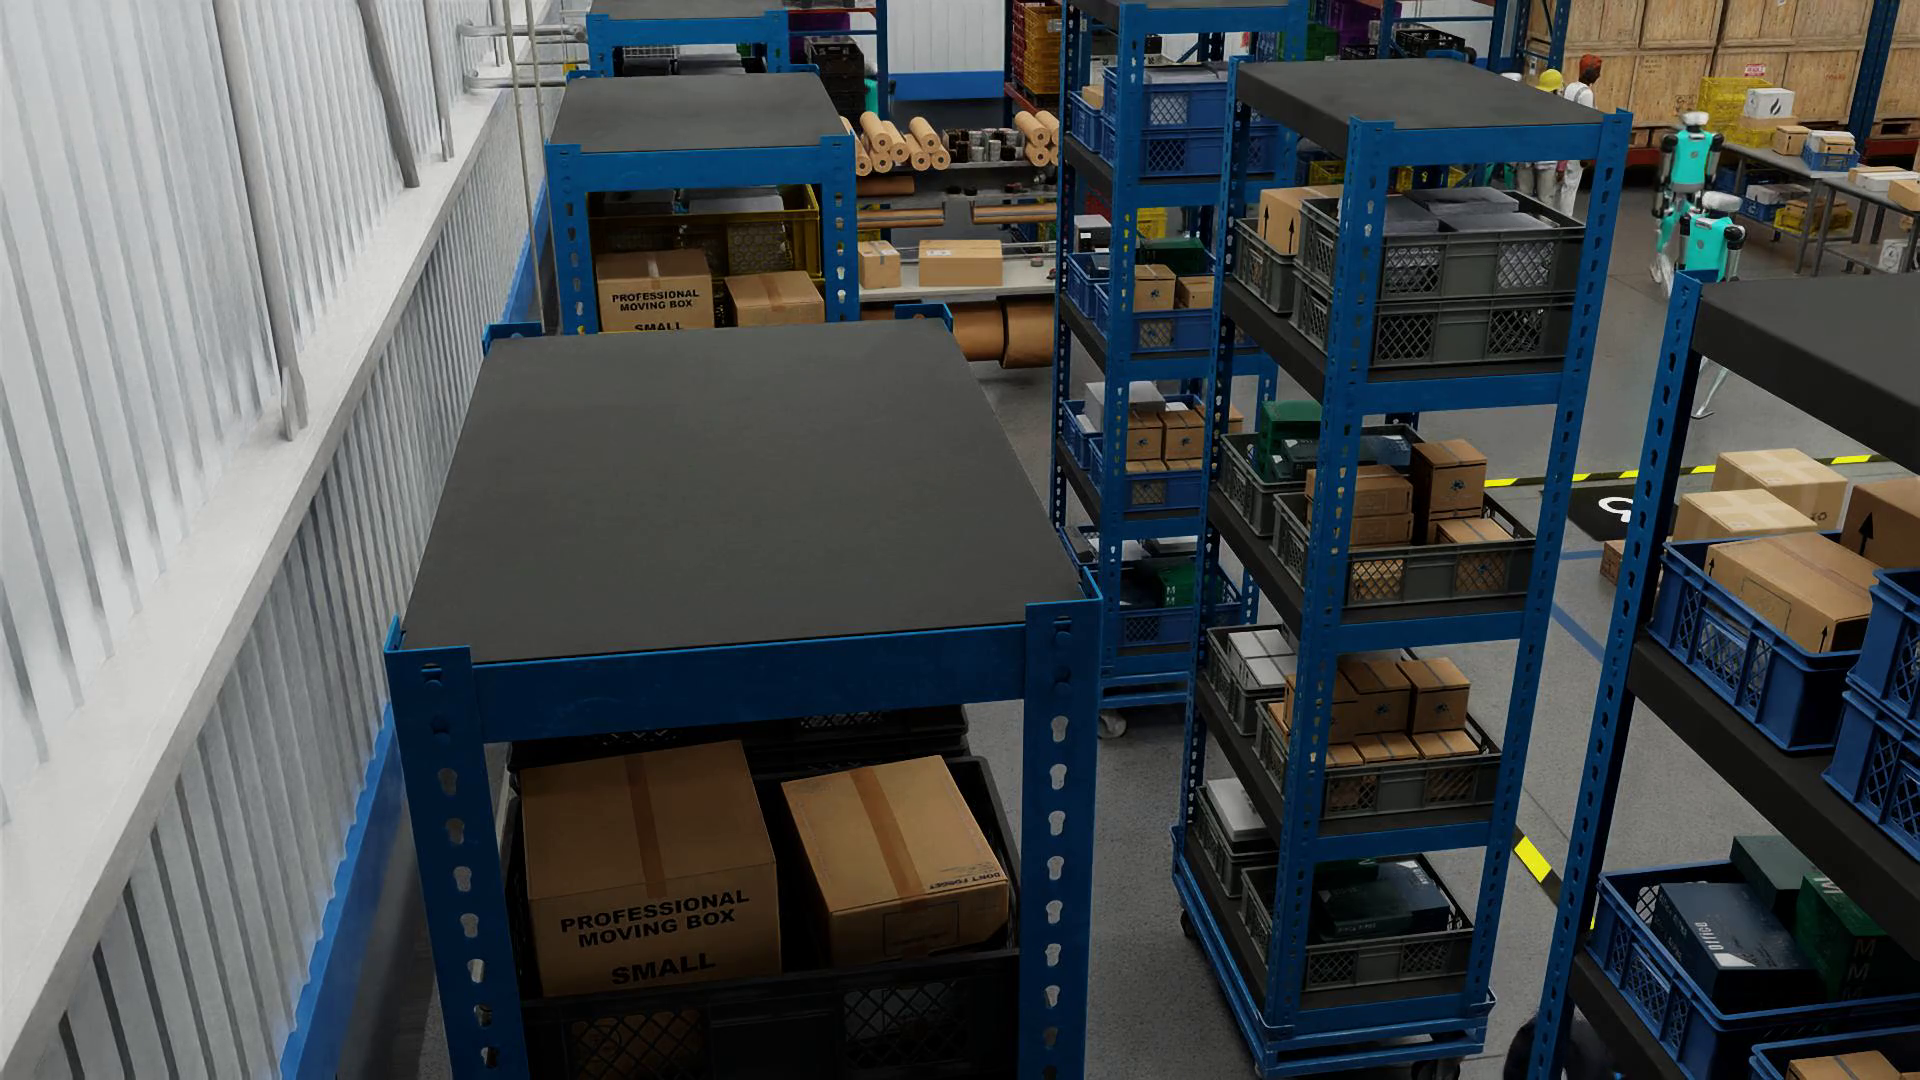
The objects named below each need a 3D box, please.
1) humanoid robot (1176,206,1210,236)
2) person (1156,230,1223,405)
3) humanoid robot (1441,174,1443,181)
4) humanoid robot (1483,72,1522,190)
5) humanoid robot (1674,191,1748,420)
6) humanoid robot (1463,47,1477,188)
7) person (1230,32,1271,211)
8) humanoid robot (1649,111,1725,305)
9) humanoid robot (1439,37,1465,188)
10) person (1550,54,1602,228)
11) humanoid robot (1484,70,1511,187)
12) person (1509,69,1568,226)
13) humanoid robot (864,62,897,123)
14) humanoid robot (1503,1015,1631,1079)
[{"bbox_3d":[2.522,-3.967,17.224,0.607,1.649,0.317,-4,25,-9],"label":"humanoid robot"},{"bbox_3d":[1.463,-1.097,10.817,0.600,1.843,0.528,0,25,0],"label":"person"},{"bbox_3d":[5.220,-4.536,18.238,0.533,1.679,0.735,12,27,24],"label":"humanoid robot"},{"bbox_3d":[5.497,-3.928,17.006,0.542,1.741,0.709,4,25,9],"label":"humanoid robot"},{"bbox_3d":[5.556,-1.729,12.139,0.735,1.677,0.533,-12,27,-24],"label":"humanoid robot"},{"bbox_3d":[5.733,-4.800,19.062,0.589,1.636,0.622,-18,30,-33],"label":"humanoid robot"},{"bbox_3d":[3.275,-4.611,18.261,0.603,1.999,0.645,-9,26,-19],"label":"person"},{"bbox_3d":[6.576,-3.110,15.364,0.537,1.780,1.034,2,25,4],"label":"humanoid robot"},{"bbox_3d":[5.665,-4.937,19.284,0.553,1.789,0.799,22,32,39],"label":"humanoid robot"},{"bbox_3d":[6.339,-4.038,17.140,0.355,1.887,0.573,-2,25,-3],"label":"person"},{"bbox_3d":[5.620,-4.102,17.513,0.315,1.655,0.599,11,27,23],"label":"humanoid robot"},{"bbox_3d":[5.806,-3.796,16.687,0.588,1.826,0.403,22,32,39],"label":"person"},{"bbox_3d":[-1.140,-4.263,17.866,0.982,1.777,0.555,21,32,38],"label":"humanoid robot"},{"bbox_3d":[1.689,1.854,4.583,0.598,1.636,0.453,6,25,13],"label":"humanoid robot"}]
